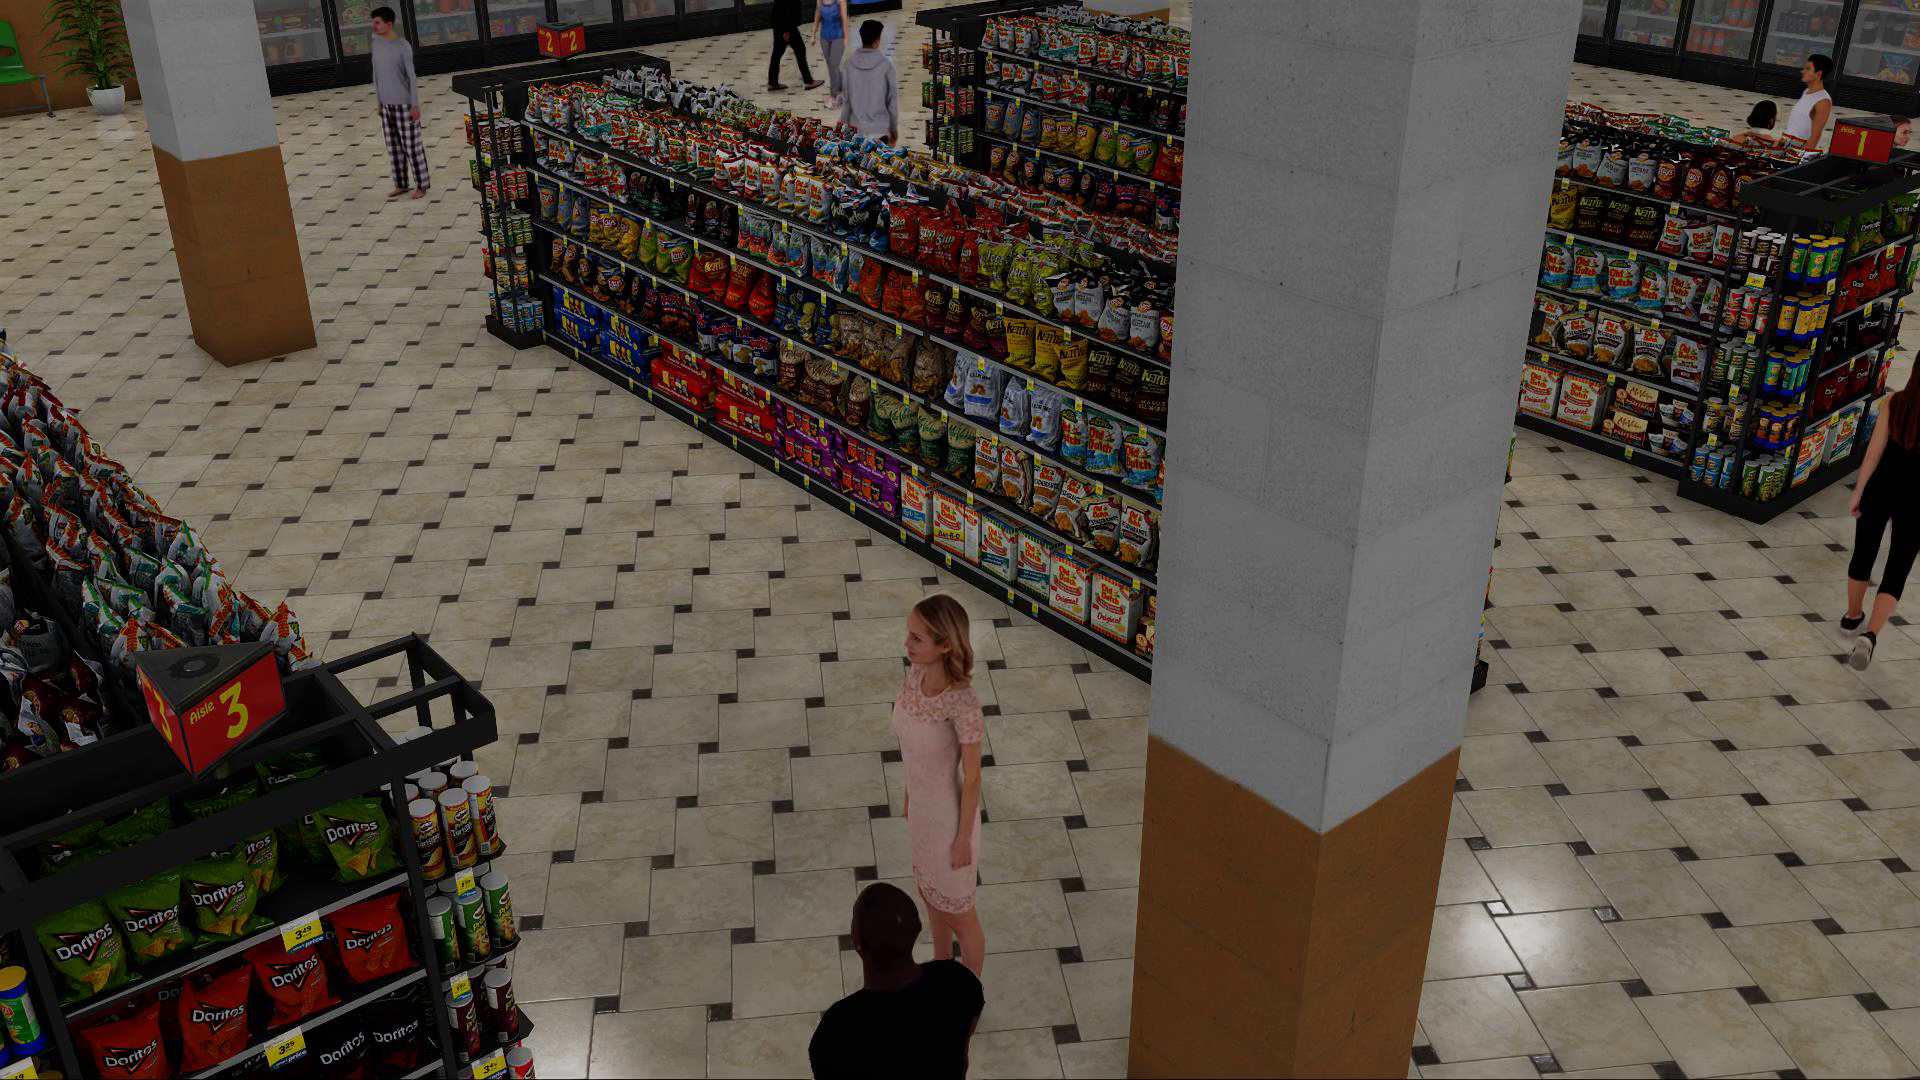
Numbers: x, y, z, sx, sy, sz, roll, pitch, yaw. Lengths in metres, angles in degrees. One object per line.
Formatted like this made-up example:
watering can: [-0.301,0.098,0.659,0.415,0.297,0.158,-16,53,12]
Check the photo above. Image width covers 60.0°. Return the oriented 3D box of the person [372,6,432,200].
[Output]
person: [-5.541,-4.321,16.420,0.650,1.846,0.772,10,29,19]

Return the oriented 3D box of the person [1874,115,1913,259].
person: [7.039,-2.440,12.868,0.610,1.704,0.494,-19,33,-33]

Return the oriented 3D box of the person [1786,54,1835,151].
person: [7.356,-3.332,14.533,0.775,1.789,0.732,5,27,10]

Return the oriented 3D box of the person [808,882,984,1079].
person: [-0.122,1.757,4.492,0.754,1.795,0.913,-14,30,-26]

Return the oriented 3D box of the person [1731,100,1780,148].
person: [6.154,-2.565,13.059,0.725,1.754,0.544,-18,32,-31]

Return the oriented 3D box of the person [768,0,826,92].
person: [-2.260,-6.406,20.821,0.924,1.585,0.984,-11,29,-20]

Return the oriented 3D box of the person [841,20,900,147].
person: [-0.831,-3.729,15.201,1.233,1.894,1.253,3,27,6]

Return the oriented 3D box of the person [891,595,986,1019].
person: [-0.050,1.001,5.944,0.670,1.829,0.498,-15,30,-27]

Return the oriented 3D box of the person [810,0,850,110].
person: [-1.497,-6.064,20.143,0.815,1.588,0.765,18,32,32]

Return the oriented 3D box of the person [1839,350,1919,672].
person: [4.697,-0.154,8.364,1.052,1.702,0.810,18,32,32]
